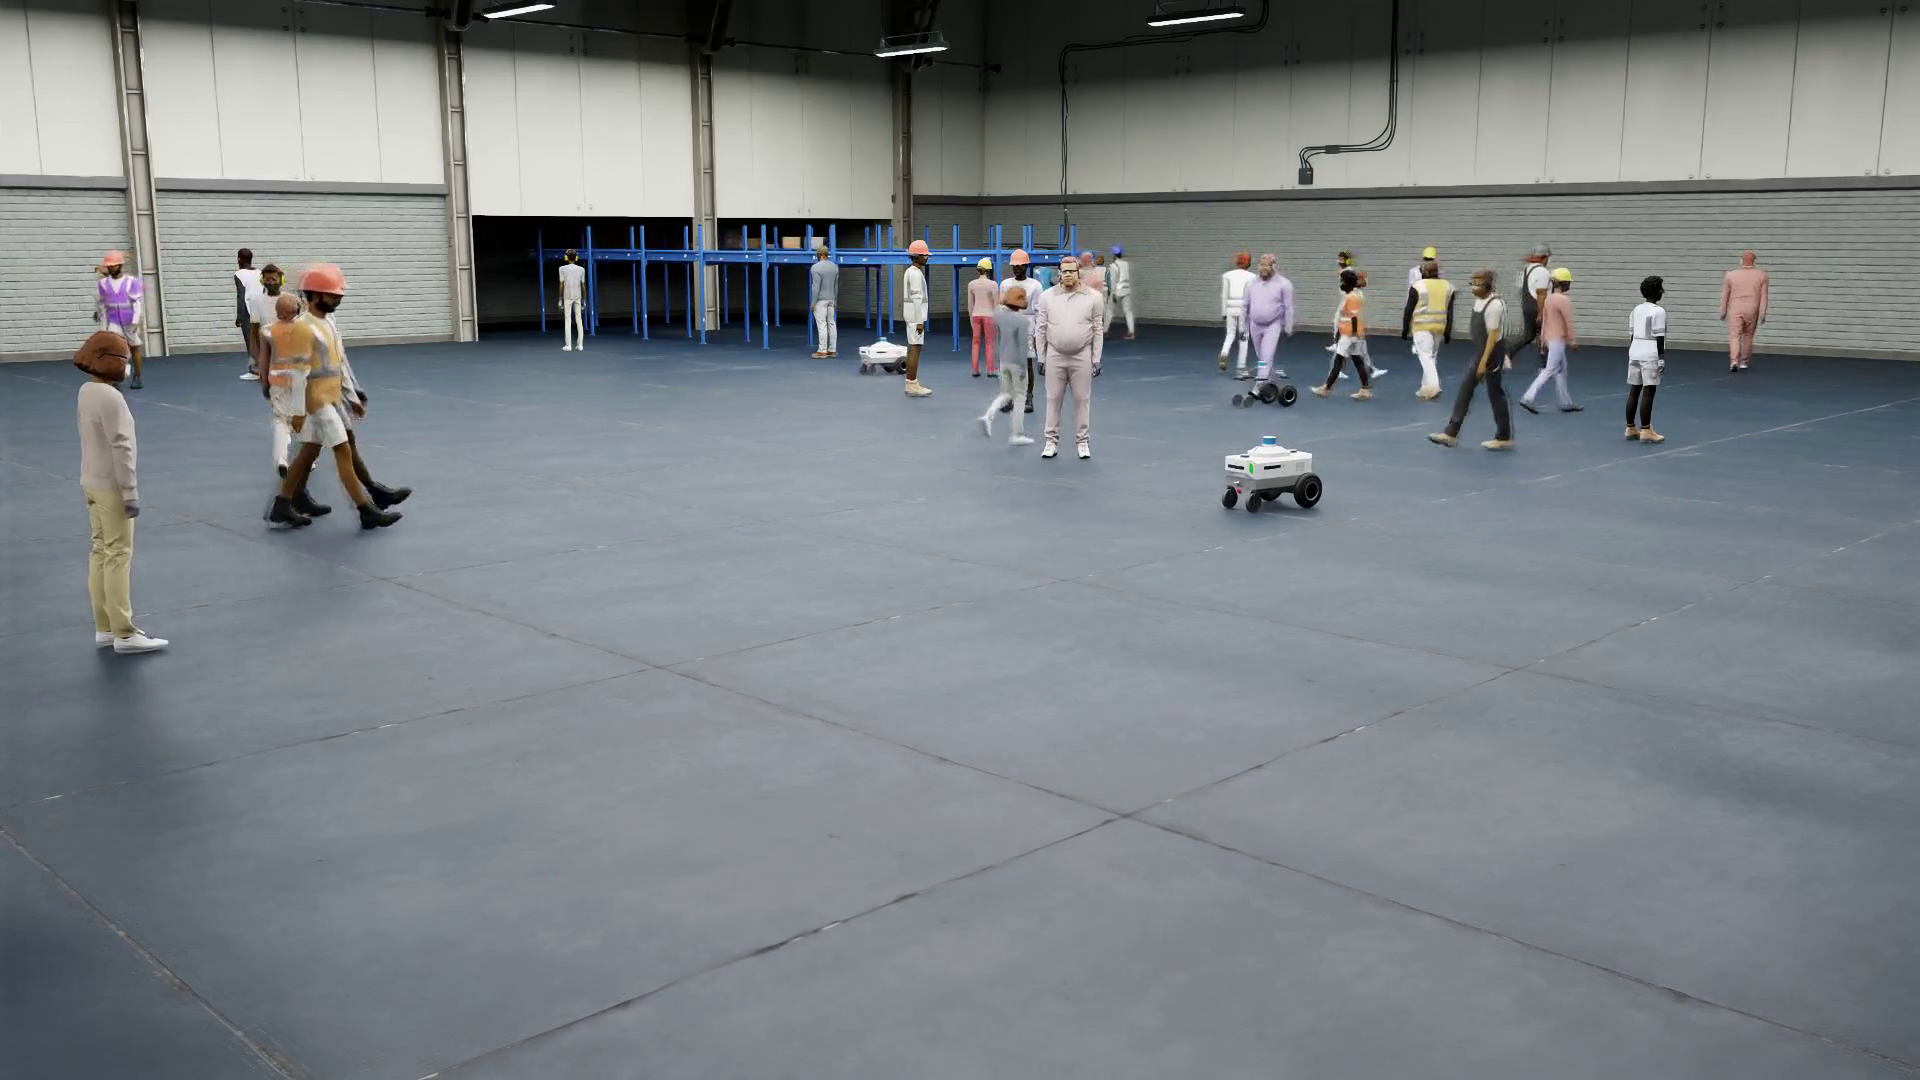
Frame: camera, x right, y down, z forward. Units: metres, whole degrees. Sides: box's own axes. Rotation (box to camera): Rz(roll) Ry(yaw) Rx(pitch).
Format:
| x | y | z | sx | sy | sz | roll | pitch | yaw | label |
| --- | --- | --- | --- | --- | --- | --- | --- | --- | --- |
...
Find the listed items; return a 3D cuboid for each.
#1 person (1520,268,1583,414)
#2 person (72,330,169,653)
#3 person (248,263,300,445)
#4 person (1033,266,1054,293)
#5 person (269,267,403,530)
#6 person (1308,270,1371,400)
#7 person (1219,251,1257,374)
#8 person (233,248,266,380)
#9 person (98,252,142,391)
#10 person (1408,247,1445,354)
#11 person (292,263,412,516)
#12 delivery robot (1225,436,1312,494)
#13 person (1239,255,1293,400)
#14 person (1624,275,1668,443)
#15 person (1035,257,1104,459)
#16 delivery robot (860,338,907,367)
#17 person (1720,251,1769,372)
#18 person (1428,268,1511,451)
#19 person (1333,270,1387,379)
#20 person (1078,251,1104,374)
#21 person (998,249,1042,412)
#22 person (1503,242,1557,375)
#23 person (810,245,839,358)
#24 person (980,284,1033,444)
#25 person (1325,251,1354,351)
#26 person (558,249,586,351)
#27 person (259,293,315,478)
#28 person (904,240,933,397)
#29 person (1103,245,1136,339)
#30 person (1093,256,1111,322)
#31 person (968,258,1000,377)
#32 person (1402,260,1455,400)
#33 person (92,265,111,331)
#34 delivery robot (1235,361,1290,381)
| x | y | z | sx | sy | sz | roll | pitch | yaw | label |
| --- | --- | --- | --- | --- | --- | --- | --- | --- | --- |
| 7.103 | -2.384 | 19.862 | 0.844 | 1.731 | 0.529 | -1 | 10 | -3 | person |
| -4.323 | -0.250 | 8.502 | 0.289 | 1.633 | 0.500 | -10 | 14 | -42 | person |
| -7.059 | -1.941 | 17.202 | 0.531 | 1.837 | 0.915 | -3 | 11 | -15 | person |
| 1.846 | -5.552 | 37.255 | 0.538 | 1.685 | 0.393 | -5 | 11 | -24 | person |
| -4.599 | -1.012 | 12.002 | 0.980 | 1.893 | 0.544 | -1 | 10 | -6 | person |
| 4.930 | -2.637 | 21.438 | 0.844 | 1.649 | 0.551 | 2 | 11 | 12 | person |
| 4.236 | -3.462 | 25.377 | 0.601 | 1.867 | 0.655 | 6 | 12 | 30 | person |
| -10.464 | -3.340 | 24.579 | 0.376 | 1.915 | 0.599 | 3 | 11 | 16 | person |
| -11.468 | -2.982 | 22.730 | 0.549 | 1.883 | 0.976 | -2 | 11 | -11 | person |
| 8.069 | -4.117 | 28.818 | 0.616 | 1.911 | 0.465 | 2 | 11 | 9 | person |
| -4.672 | -1.133 | 12.590 | 0.962 | 1.892 | 0.554 | -3 | 11 | -14 | person |
| 2.420 | -0.570 | 13.053 | 0.707 | 0.478 | 0.477 | -7 | 13 | -34 | delivery robot |
| 3.932 | -2.753 | 21.542 | 0.667 | 1.854 | 1.020 | 7 | 13 | 34 | person |
| 7.089 | -1.868 | 17.147 | 0.318 | 1.700 | 0.535 | -2 | 11 | -11 | person |
| 1.037 | -1.736 | 15.860 | 0.647 | 1.908 | 0.409 | 1 | 10 | 6 | person |
| -1.177 | -2.873 | 25.601 | 0.707 | 0.478 | 0.477 | -6 | 12 | -30 | delivery robot |
| 12.253 | -3.576 | 26.014 | 0.656 | 1.867 | 0.969 | 4 | 11 | 23 | person |
| 5.061 | -1.765 | 16.345 | 0.923 | 1.784 | 0.567 | -1 | 10 | -7 | person |
| 5.906 | -3.173 | 24.508 | 0.855 | 1.589 | 0.516 | 2 | 11 | 10 | person |
| 1.861 | -3.433 | 25.237 | 0.647 | 1.876 | 0.890 | 6 | 12 | 30 | person |
| 0.715 | -2.517 | 20.036 | 0.545 | 1.939 | 0.354 | 3 | 11 | 17 | person |
| 8.735 | -3.526 | 25.371 | 0.855 | 2.000 | 0.688 | -1 | 10 | -6 | person |
| -2.356 | -4.123 | 28.785 | 0.355 | 1.938 | 0.637 | 8 | 13 | 36 | person |
| 0.489 | -1.766 | 16.793 | 0.506 | 1.623 | 0.504 | -8 | 13 | -38 | person |
| 6.995 | -4.317 | 30.161 | 0.820 | 1.824 | 0.537 | -3 | 11 | -15 | person |
| -7.173 | -4.439 | 30.740 | 0.517 | 1.865 | 0.327 | -6 | 12 | -30 | person |
| -5.910 | -1.368 | 14.670 | 0.523 | 1.606 | 0.808 | -2 | 11 | -11 | person |
| -0.551 | -2.939 | 22.048 | 0.384 | 2.041 | 0.615 | -2 | 11 | -9 | person |
| 3.250 | -5.067 | 34.061 | 0.612 | 1.900 | 0.985 | -8 | 13 | -39 | person |
| 3.253 | -5.770 | 38.591 | 0.510 | 1.639 | 0.308 | 0 | 10 | -1 | person |
| 0.366 | -3.338 | 24.981 | 0.525 | 1.769 | 0.313 | 6 | 12 | 29 | person |
| 6.116 | -2.717 | 21.579 | 0.607 | 1.807 | 0.911 | -3 | 11 | -17 | person |
| -13.986 | -3.682 | 27.258 | 0.522 | 1.625 | 0.411 | 7 | 13 | 35 | person |
| 3.793 | -2.122 | 20.806 | 0.698 | 0.223 | 0.335 | -5 | 11 | -23 | delivery robot |
